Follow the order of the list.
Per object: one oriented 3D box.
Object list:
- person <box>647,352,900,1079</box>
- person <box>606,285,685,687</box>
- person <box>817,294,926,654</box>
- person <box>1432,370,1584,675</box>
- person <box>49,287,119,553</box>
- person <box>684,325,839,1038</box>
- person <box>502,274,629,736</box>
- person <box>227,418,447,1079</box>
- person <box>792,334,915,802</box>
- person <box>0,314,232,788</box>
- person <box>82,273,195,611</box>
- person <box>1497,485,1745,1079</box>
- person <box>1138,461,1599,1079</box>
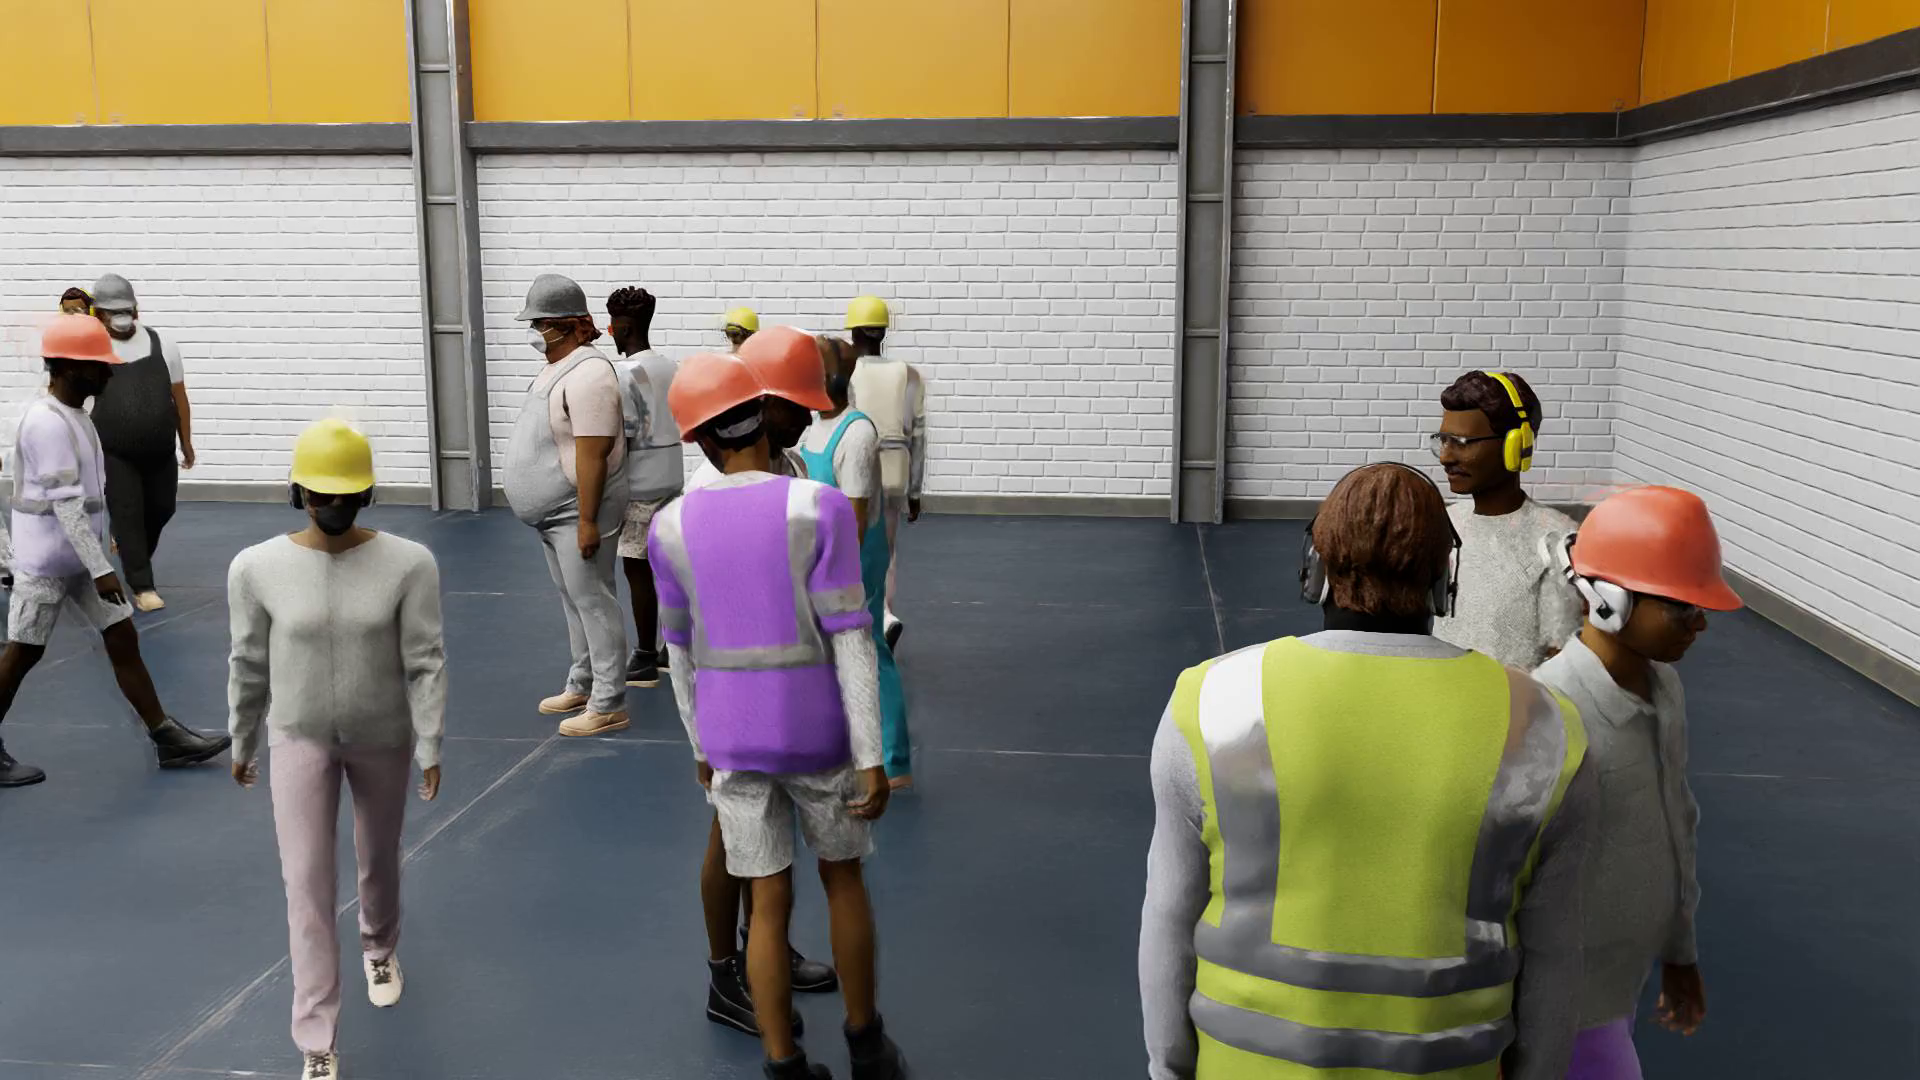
[{"bbox_3d":[-0.452,0.487,4.078,0.628,1.875,0.535,2,10,10],"label":"person"},{"bbox_3d":[-1.555,-0.263,8.178,0.391,1.956,0.608,4,11,19],"label":"person"},{"bbox_3d":[-0.422,-0.282,8.401,0.589,1.907,0.613,-5,11,-27],"label":"person"},{"bbox_3d":[1.223,0.539,3.853,0.322,1.862,0.508,-4,11,-23],"label":"person"},{"bbox_3d":[-6.092,-0.827,11.640,0.538,1.869,0.313,-3,10,-14],"label":"person"},{"bbox_3d":[-0.520,0.378,4.579,0.388,1.926,0.546,3,10,19],"label":"person"},{"bbox_3d":[-1.746,-0.168,7.374,0.536,2.000,0.684,-5,11,-26],"label":"person"},{"bbox_3d":[-1.620,0.530,4.353,0.544,1.711,0.942,-4,11,-22],"label":"person"},{"bbox_3d":[-0.544,0.138,6.283,0.861,1.806,0.559,-5,11,-27],"label":"person"},{"bbox_3d":[-3.527,0.055,6.589,1.007,1.881,0.546,-2,10,-9],"label":"person"},{"bbox_3d":[-5.028,-0.630,10.021,0.685,2.000,0.886,-10,14,-44],"label":"person"},{"bbox_3d":[1.122,0.758,2.940,0.415,1.731,0.580,8,13,39],"label":"person"},{"bbox_3d":[0.583,0.795,2.479,0.638,1.830,0.429,1,10,6],"label":"person"}]
